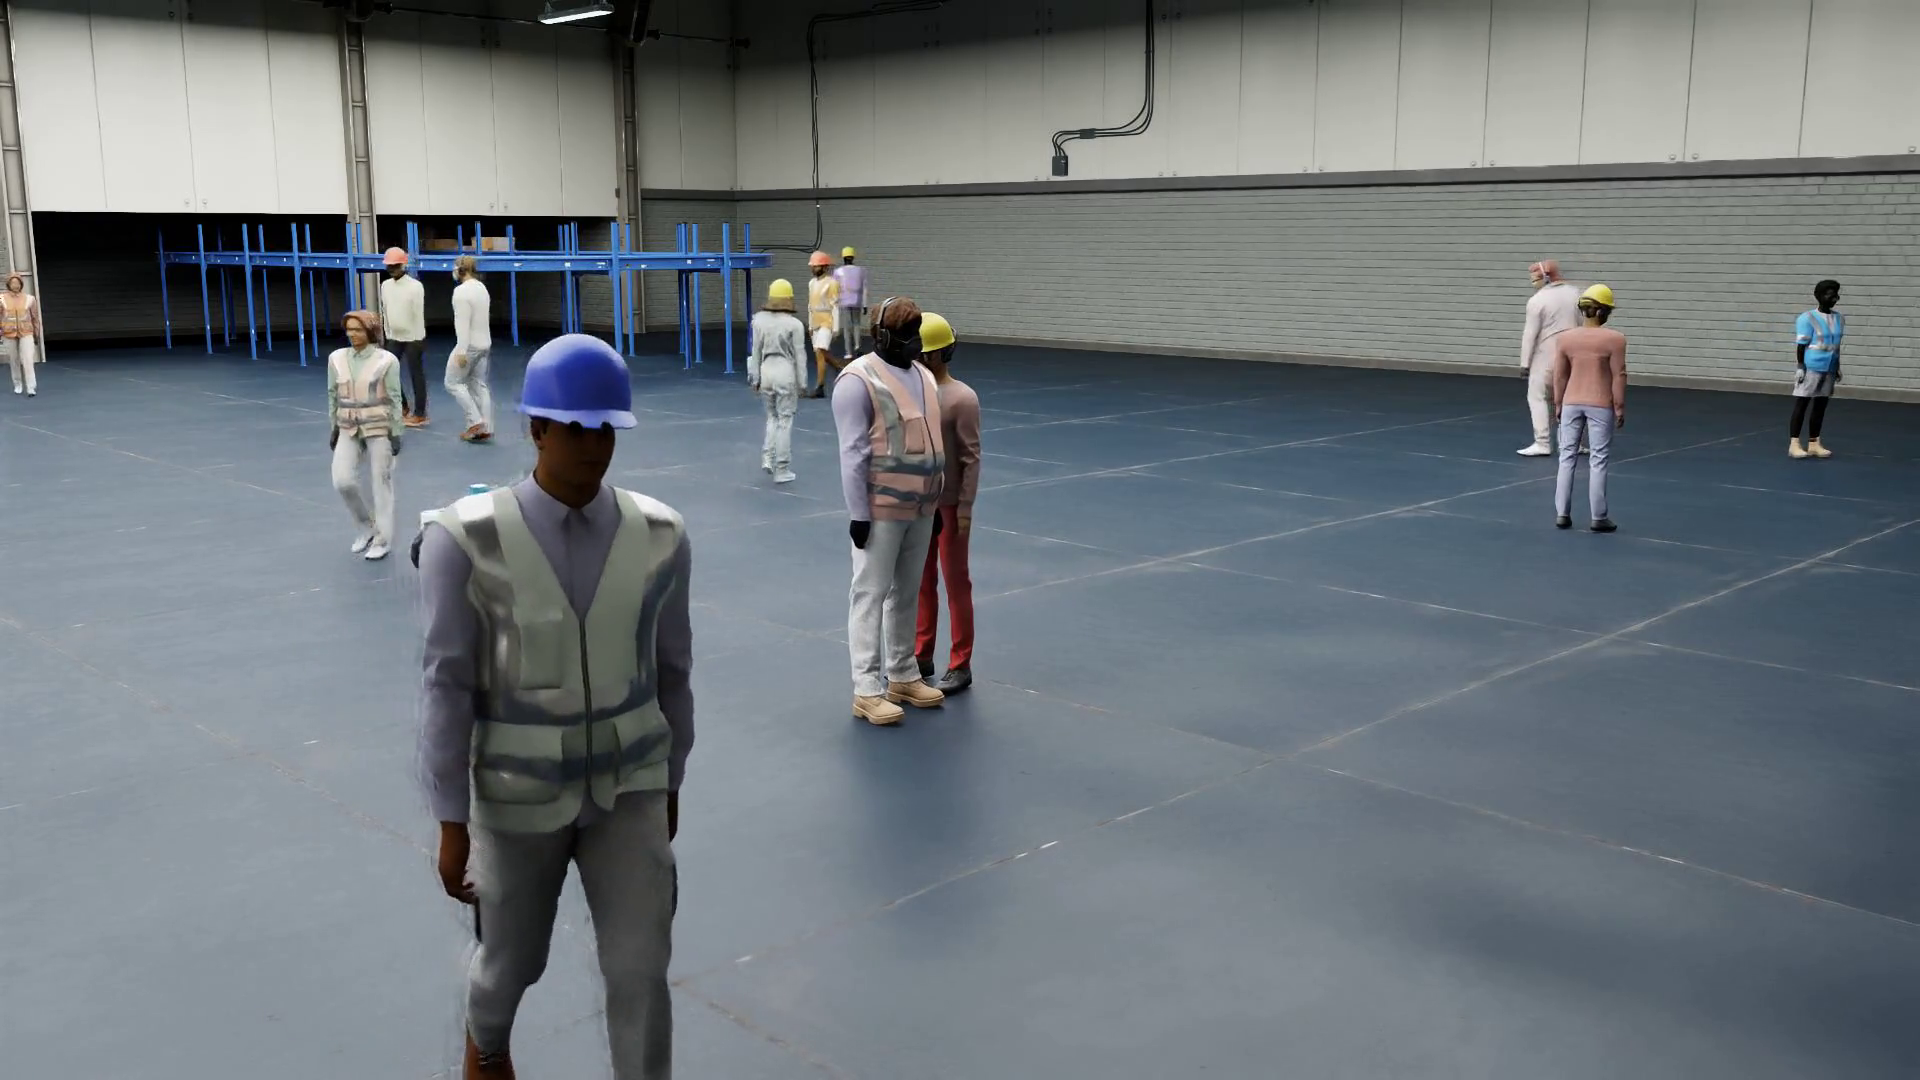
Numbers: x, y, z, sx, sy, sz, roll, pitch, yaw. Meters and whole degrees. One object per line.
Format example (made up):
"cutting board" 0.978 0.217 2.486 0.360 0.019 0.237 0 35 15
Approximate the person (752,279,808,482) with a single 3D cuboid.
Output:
"person" -1.534 -1.375 14.351 0.504 1.730 0.380 5 11 25

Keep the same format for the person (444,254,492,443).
"person" -5.008 -1.944 16.951 0.449 1.922 0.656 2 11 8

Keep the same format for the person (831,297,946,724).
"person" -0.279 -0.140 7.336 0.430 1.845 0.619 7 13 34

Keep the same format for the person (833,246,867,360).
"person" -1.895 -4.051 28.447 0.608 1.914 0.416 -4 11 -21

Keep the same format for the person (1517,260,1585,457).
"person" 5.737 -1.749 16.048 0.772 1.875 0.397 -4 11 -21

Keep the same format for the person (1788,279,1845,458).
"person" 8.184 -1.630 15.854 0.540 1.696 0.315 -3 11 -18

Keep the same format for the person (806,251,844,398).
"person" -1.745 -2.848 21.940 0.805 1.916 0.550 -9 14 -41

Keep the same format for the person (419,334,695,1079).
"person" -0.880 0.505 3.625 0.617 1.919 0.864 -6 12 -29

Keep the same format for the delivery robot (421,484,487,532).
"delivery robot" -3.039 -0.110 10.542 0.477 0.478 0.707 8 13 37

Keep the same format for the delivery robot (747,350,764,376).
"delivery robot" -2.773 -2.543 23.811 0.477 0.478 0.707 3 11 16

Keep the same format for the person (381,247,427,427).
"person" -6.162 -2.242 18.427 0.642 1.972 0.486 4 11 23

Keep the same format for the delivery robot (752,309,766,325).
"delivery robot" -4.248 -4.715 35.651 0.477 0.478 0.707 -4 11 -21

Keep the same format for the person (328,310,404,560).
"person" -3.882 -0.685 10.864 0.536 1.626 0.370 2 11 9

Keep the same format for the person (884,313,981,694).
"person" -0.128 -0.172 7.740 0.321 1.761 0.522 -10 14 -43

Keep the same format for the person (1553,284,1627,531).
"person" 4.533 -0.949 11.974 0.523 1.760 0.327 9 14 42

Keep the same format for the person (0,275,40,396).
"person" -12.534 -2.731 22.131 0.514 1.596 0.859 -5 12 -27
